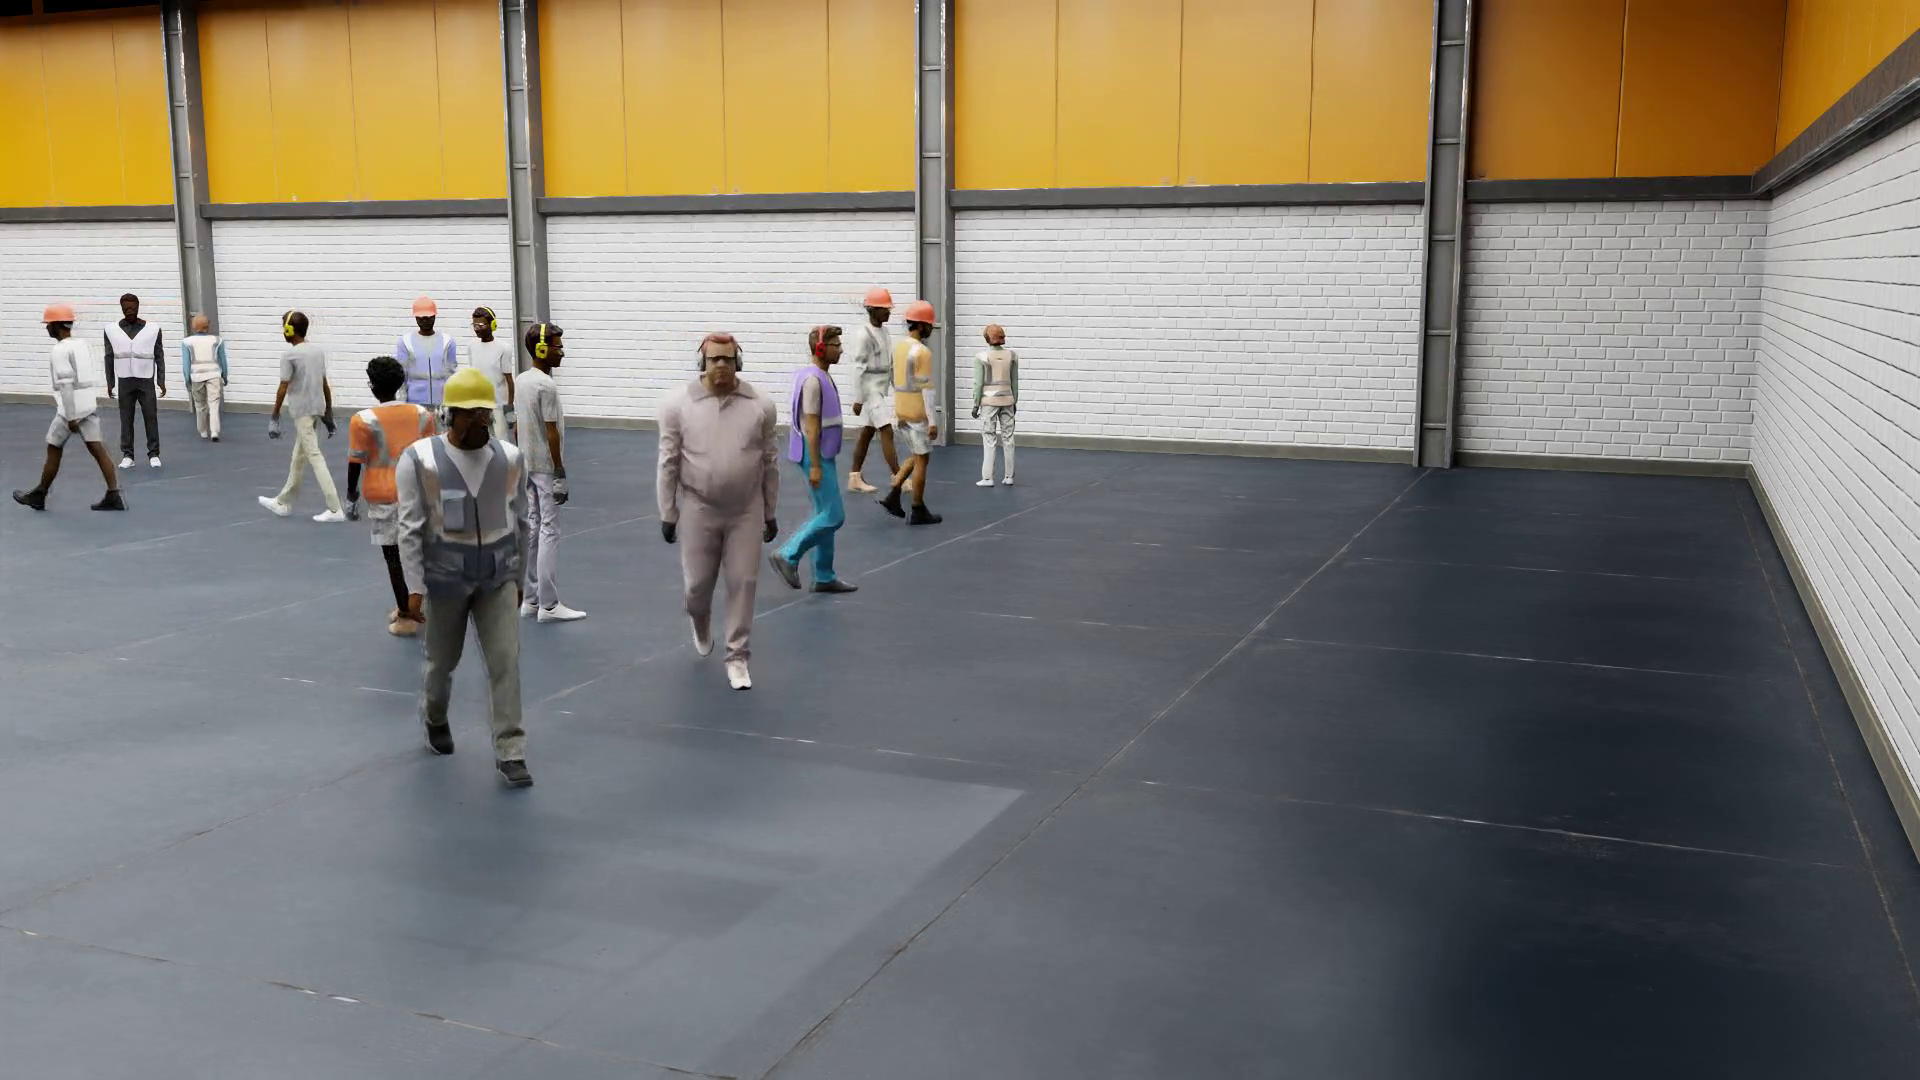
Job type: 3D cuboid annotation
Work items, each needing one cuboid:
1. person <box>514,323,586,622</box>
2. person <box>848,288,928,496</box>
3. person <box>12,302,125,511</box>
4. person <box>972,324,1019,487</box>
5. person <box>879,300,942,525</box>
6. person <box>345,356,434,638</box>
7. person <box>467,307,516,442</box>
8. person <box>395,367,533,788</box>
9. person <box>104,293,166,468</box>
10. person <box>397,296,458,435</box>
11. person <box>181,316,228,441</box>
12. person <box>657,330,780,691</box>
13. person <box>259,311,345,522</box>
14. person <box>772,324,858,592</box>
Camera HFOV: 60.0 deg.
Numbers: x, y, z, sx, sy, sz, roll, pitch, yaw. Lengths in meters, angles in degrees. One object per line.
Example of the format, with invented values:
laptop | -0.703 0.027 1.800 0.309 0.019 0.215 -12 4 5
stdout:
person | -2.604 -0.419 10.421 0.311 1.863 0.535 -7 12 -38
person | -0.694 -1.421 16.080 0.976 2.003 0.613 3 10 16
person | -8.087 -1.190 15.015 1.001 1.879 0.548 1 9 4
person | 0.361 -1.344 16.703 0.513 1.640 0.309 -5 11 -27
person | -0.381 -1.072 14.185 0.433 1.925 0.578 -5 11 -28
person | -3.445 -0.263 9.997 0.591 1.674 0.556 8 12 38
person | -4.295 -1.208 15.251 0.503 1.853 0.367 4 10 25
person | -2.168 0.134 7.285 0.589 1.797 0.895 -5 11 -29
person | -9.085 -1.753 18.337 0.600 1.915 0.376 -4 10 -20
person | -4.989 -1.319 15.650 0.552 1.935 0.374 -4 10 -24
person | -9.582 -2.050 21.131 0.520 1.595 0.884 -4 10 -24
person | -1.284 -0.181 8.900 0.657 1.886 0.722 -2 10 -15
person | -5.781 -1.066 14.445 0.946 1.821 0.555 2 10 15
person | -0.962 -0.531 11.182 0.468 1.832 0.597 1 9 3
